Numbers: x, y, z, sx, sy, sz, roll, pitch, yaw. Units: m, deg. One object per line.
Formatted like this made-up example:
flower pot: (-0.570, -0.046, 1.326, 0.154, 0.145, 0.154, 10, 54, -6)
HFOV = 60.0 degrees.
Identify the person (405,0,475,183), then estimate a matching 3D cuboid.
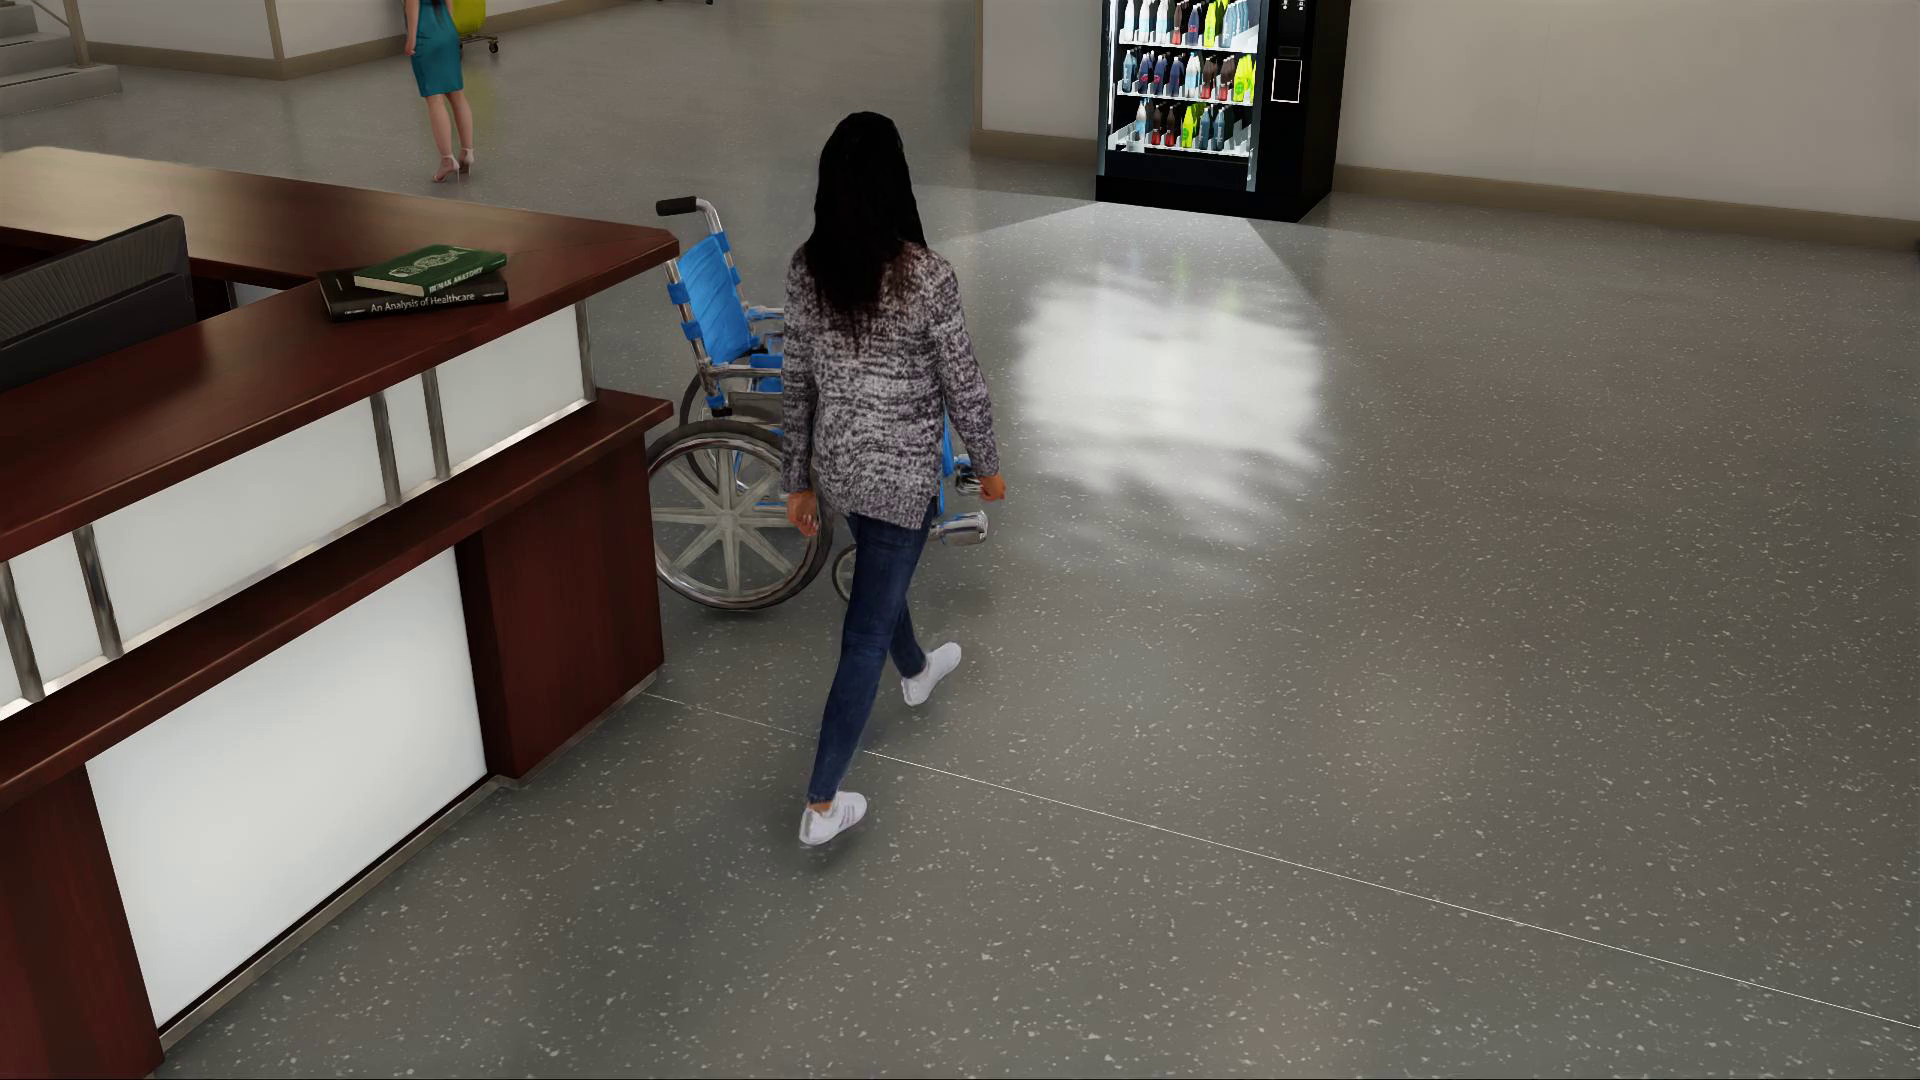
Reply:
person: (-3.163, -3.012, 9.987, 0.474, 1.686, 0.548, 12, 28, 23)

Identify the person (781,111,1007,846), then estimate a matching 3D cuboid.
person: (-0.232, -0.087, 3.931, 1.141, 1.677, 0.735, 13, 29, 25)
